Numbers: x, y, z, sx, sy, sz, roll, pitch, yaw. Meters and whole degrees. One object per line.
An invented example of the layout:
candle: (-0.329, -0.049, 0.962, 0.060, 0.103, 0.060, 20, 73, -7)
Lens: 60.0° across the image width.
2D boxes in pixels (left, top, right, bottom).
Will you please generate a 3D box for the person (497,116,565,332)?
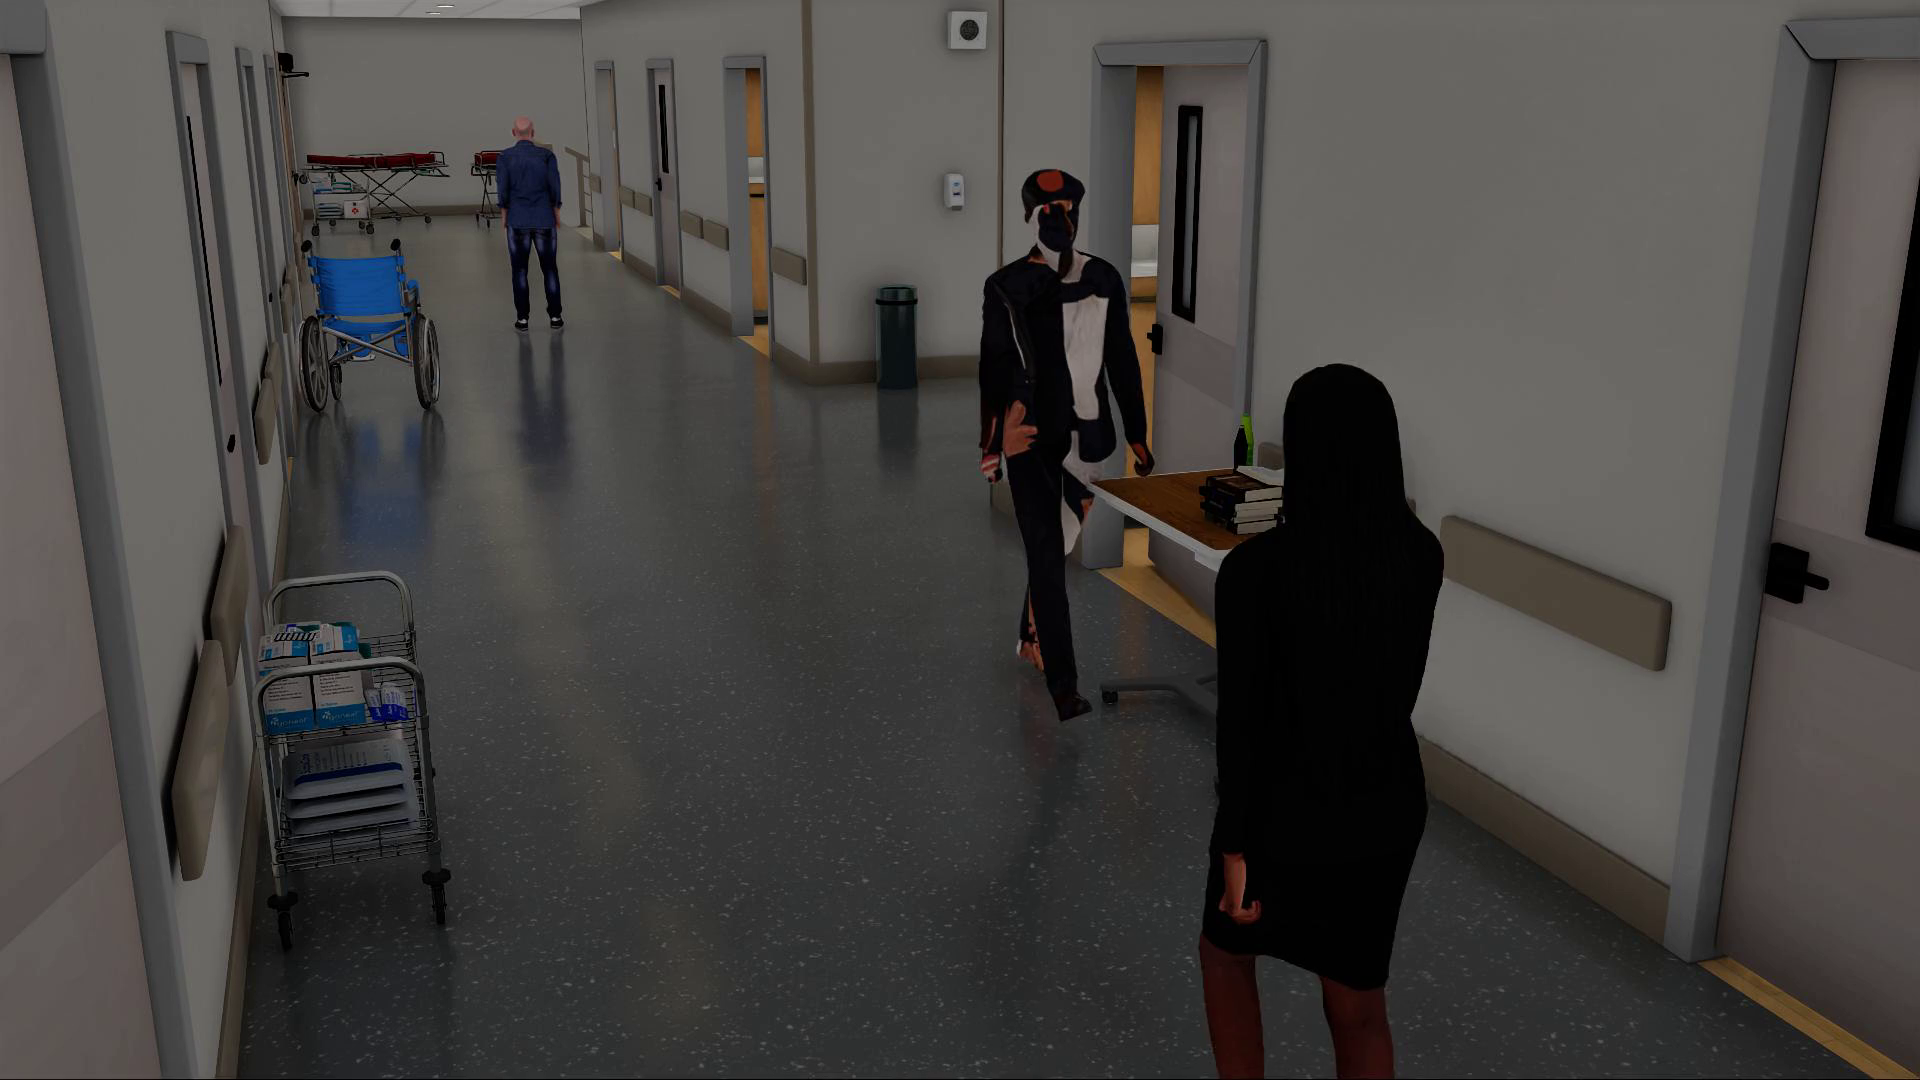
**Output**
person: (-3.730, -2.749, 14.472, 0.717, 1.826, 0.586, -5, 16, -16)

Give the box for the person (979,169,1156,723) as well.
person: (0.312, -0.334, 5.879, 0.709, 1.841, 1.148, -5, 17, -18)

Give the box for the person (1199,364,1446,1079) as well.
person: (0.691, 0.559, 2.958, 0.637, 1.708, 0.656, -4, 16, -13)
